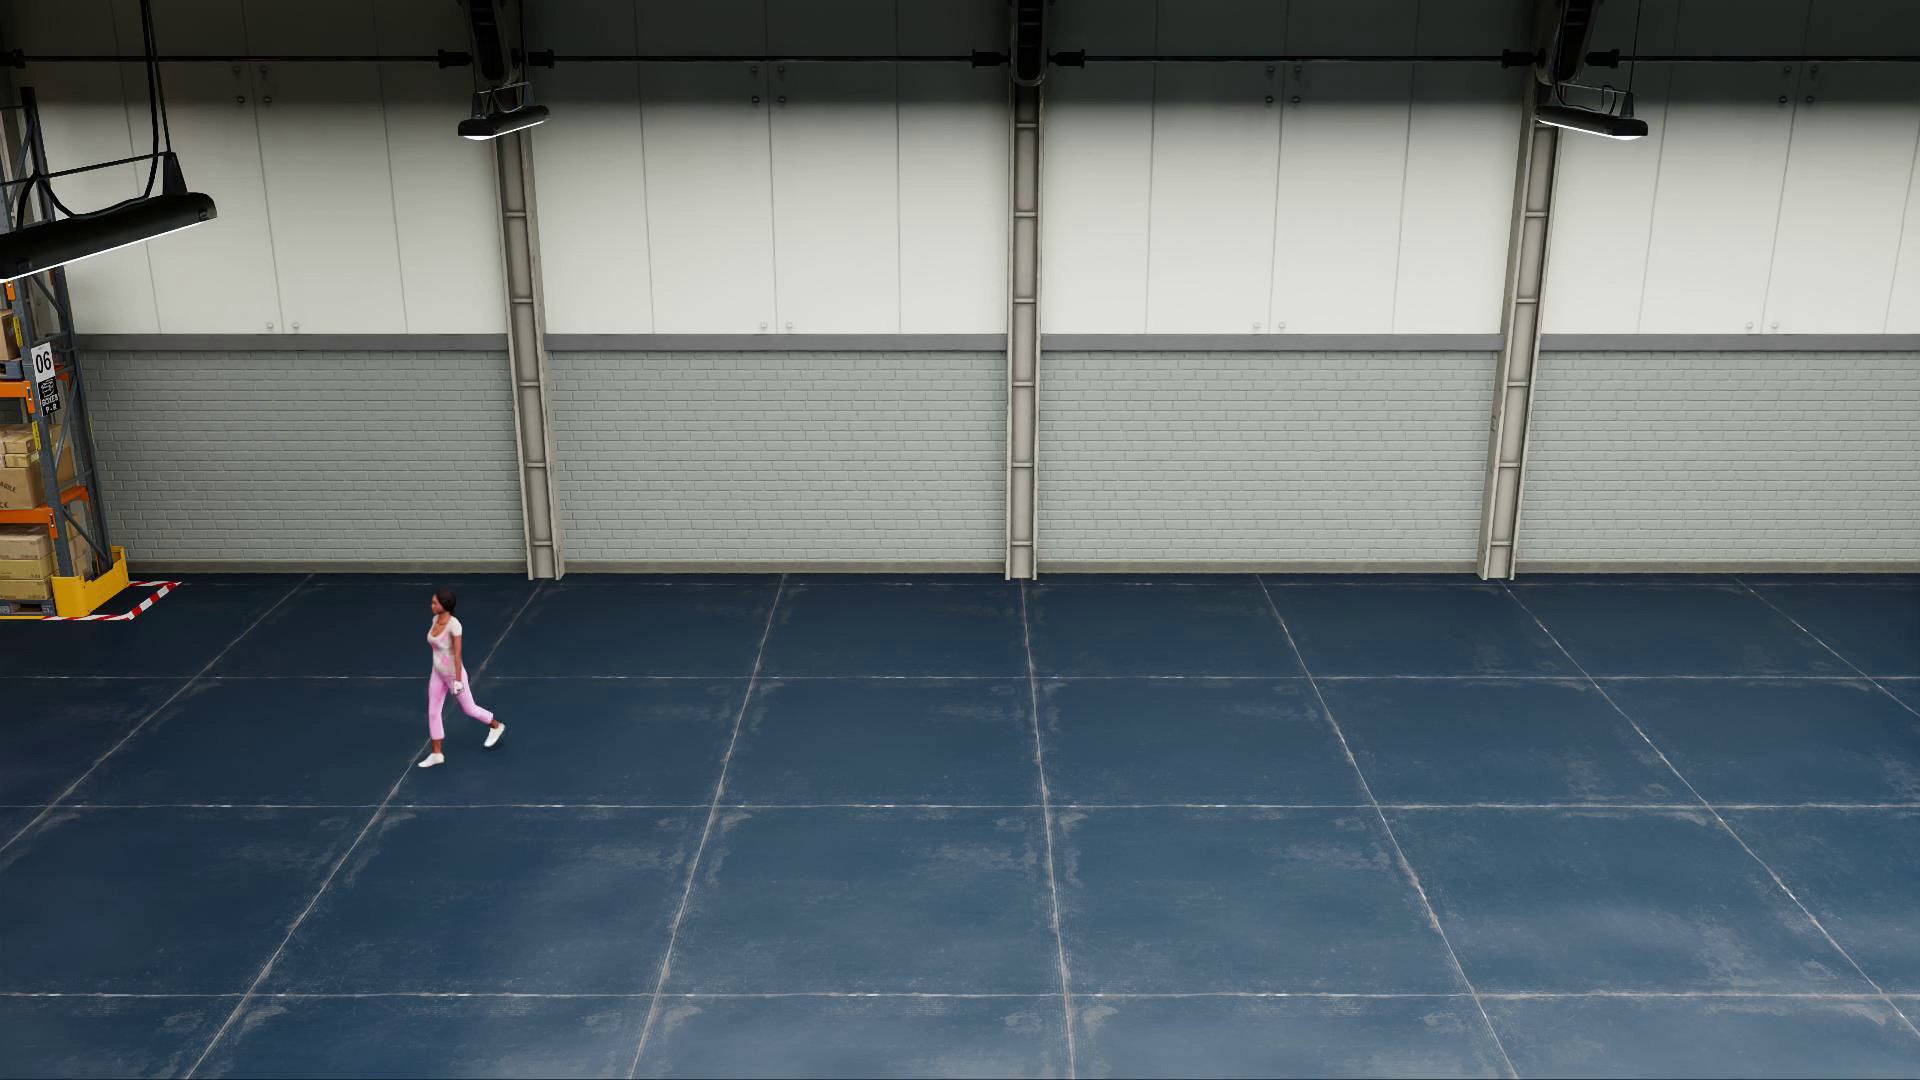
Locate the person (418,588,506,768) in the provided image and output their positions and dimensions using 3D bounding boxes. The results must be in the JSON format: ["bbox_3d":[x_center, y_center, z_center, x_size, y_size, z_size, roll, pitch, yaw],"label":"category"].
[{"bbox_3d":[-4.738,1.277,15.743,1.114,1.705,1.128,15,23,39],"label":"person"}]
